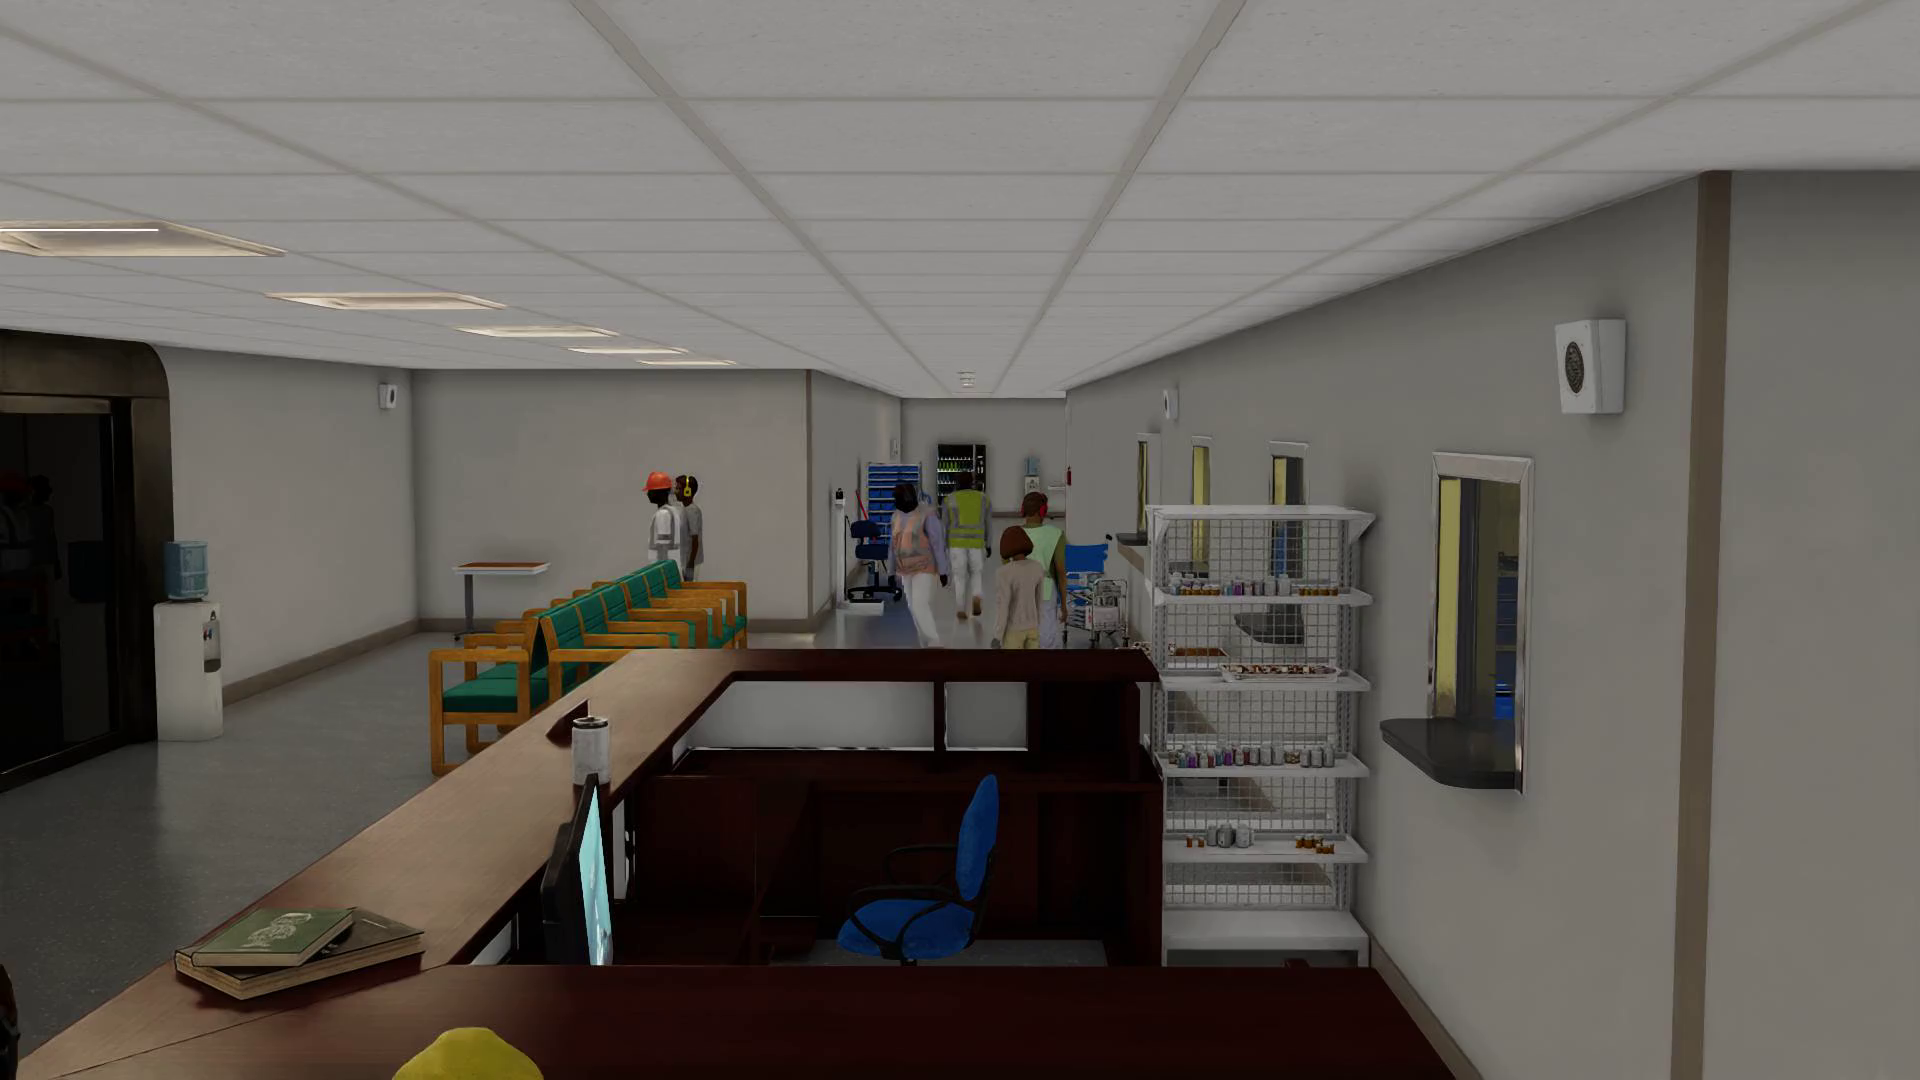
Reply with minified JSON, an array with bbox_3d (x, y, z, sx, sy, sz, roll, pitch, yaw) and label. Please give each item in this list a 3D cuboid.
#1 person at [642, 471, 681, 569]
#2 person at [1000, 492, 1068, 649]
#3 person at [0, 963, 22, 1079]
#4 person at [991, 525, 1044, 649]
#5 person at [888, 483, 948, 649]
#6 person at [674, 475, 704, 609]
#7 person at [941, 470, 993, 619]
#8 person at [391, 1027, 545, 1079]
[{"bbox_3d":[-2.987,0.279,16.516,0.411,1.932,0.564,0,4,1],"label":"person"},{"bbox_3d":[0.611,0.521,13.780,0.563,1.837,0.388,1,4,16],"label":"person"},{"bbox_3d":[-1.183,1.373,1.909,0.649,1.834,0.432,-1,4,-17],"label":"person"},{"bbox_3d":[0.437,0.703,12.634,0.281,1.633,0.499,4,6,44],"label":"person"},{"bbox_3d":[-0.432,0.320,16.831,0.508,1.805,0.645,-3,5,-40],"label":"person"},{"bbox_3d":[-2.813,0.262,17.182,0.329,1.873,0.514,-1,4,-14],"label":"person"},{"bbox_3d":[0.070,0.060,20.292,0.651,1.829,0.445,-1,4,-13],"label":"person"},{"bbox_3d":[-0.548,1.411,1.833,0.550,1.762,0.363,-2,4,-23],"label":"person"}]
